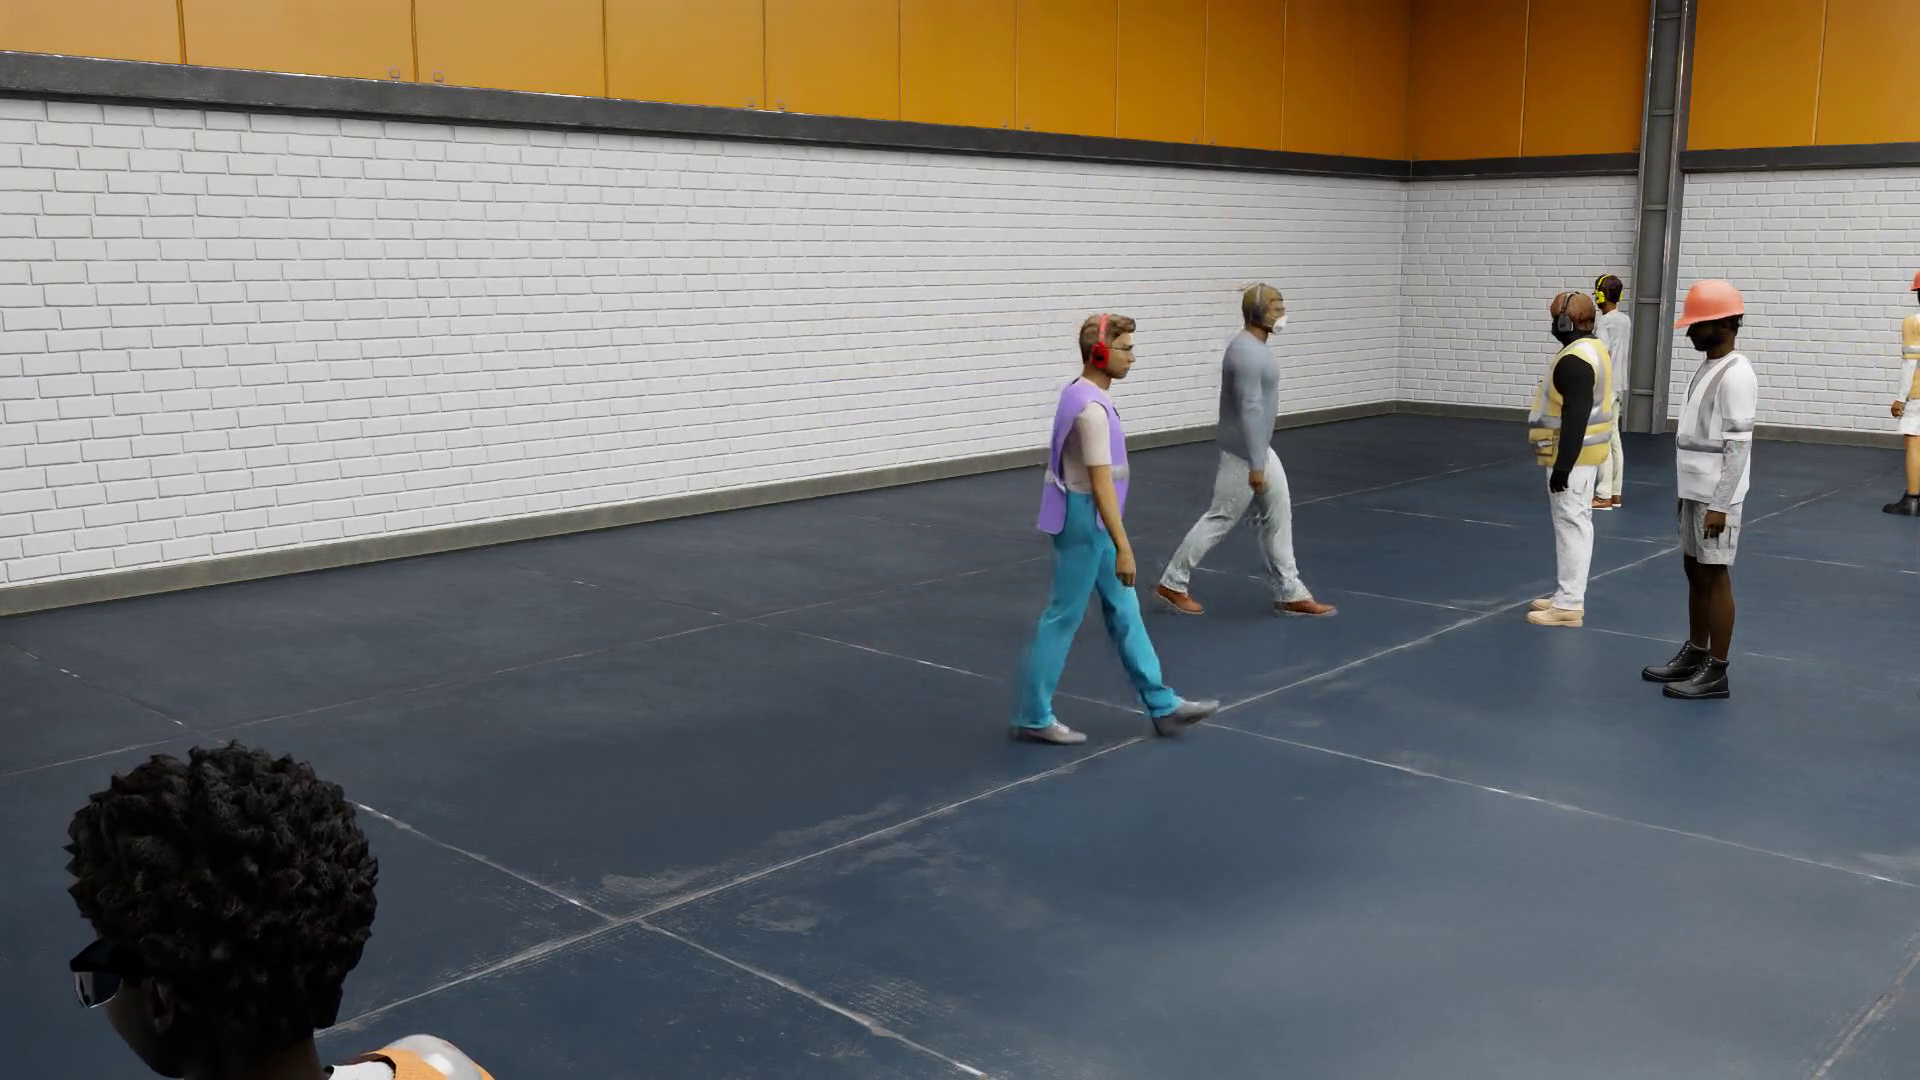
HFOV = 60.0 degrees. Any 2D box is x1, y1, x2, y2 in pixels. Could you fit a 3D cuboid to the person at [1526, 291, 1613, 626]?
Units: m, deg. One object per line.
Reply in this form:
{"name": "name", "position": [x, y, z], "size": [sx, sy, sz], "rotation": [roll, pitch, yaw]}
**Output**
{"name": "person", "position": [3.354, -0.443, 9.182], "size": [0.430, 1.841, 0.624], "rotation": [5, 11, 27]}

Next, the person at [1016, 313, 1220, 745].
{"name": "person", "position": [0.655, -0.020, 6.853], "size": [0.917, 1.800, 0.600], "rotation": [1, 10, 5]}

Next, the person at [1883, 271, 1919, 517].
{"name": "person", "position": [7.479, -1.150, 12.926], "size": [0.549, 1.934, 0.374], "rotation": [-3, 10, -16]}

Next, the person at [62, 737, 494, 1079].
{"name": "person", "position": [-0.547, 0.998, 1.397], "size": [0.318, 1.691, 0.534], "rotation": [3, 10, 15]}

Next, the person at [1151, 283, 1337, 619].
{"name": "person", "position": [1.573, -0.489, 9.303], "size": [1.020, 1.896, 0.649], "rotation": [3, 10, 15]}

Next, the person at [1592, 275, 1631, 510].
{"name": "person", "position": [5.135, -1.170, 13.249], "size": [0.317, 1.863, 0.523], "rotation": [9, 14, 43]}

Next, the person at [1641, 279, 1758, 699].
{"name": "person", "position": [3.438, -0.228, 7.687], "size": [0.364, 1.933, 0.543], "rotation": [1, 10, 6]}
